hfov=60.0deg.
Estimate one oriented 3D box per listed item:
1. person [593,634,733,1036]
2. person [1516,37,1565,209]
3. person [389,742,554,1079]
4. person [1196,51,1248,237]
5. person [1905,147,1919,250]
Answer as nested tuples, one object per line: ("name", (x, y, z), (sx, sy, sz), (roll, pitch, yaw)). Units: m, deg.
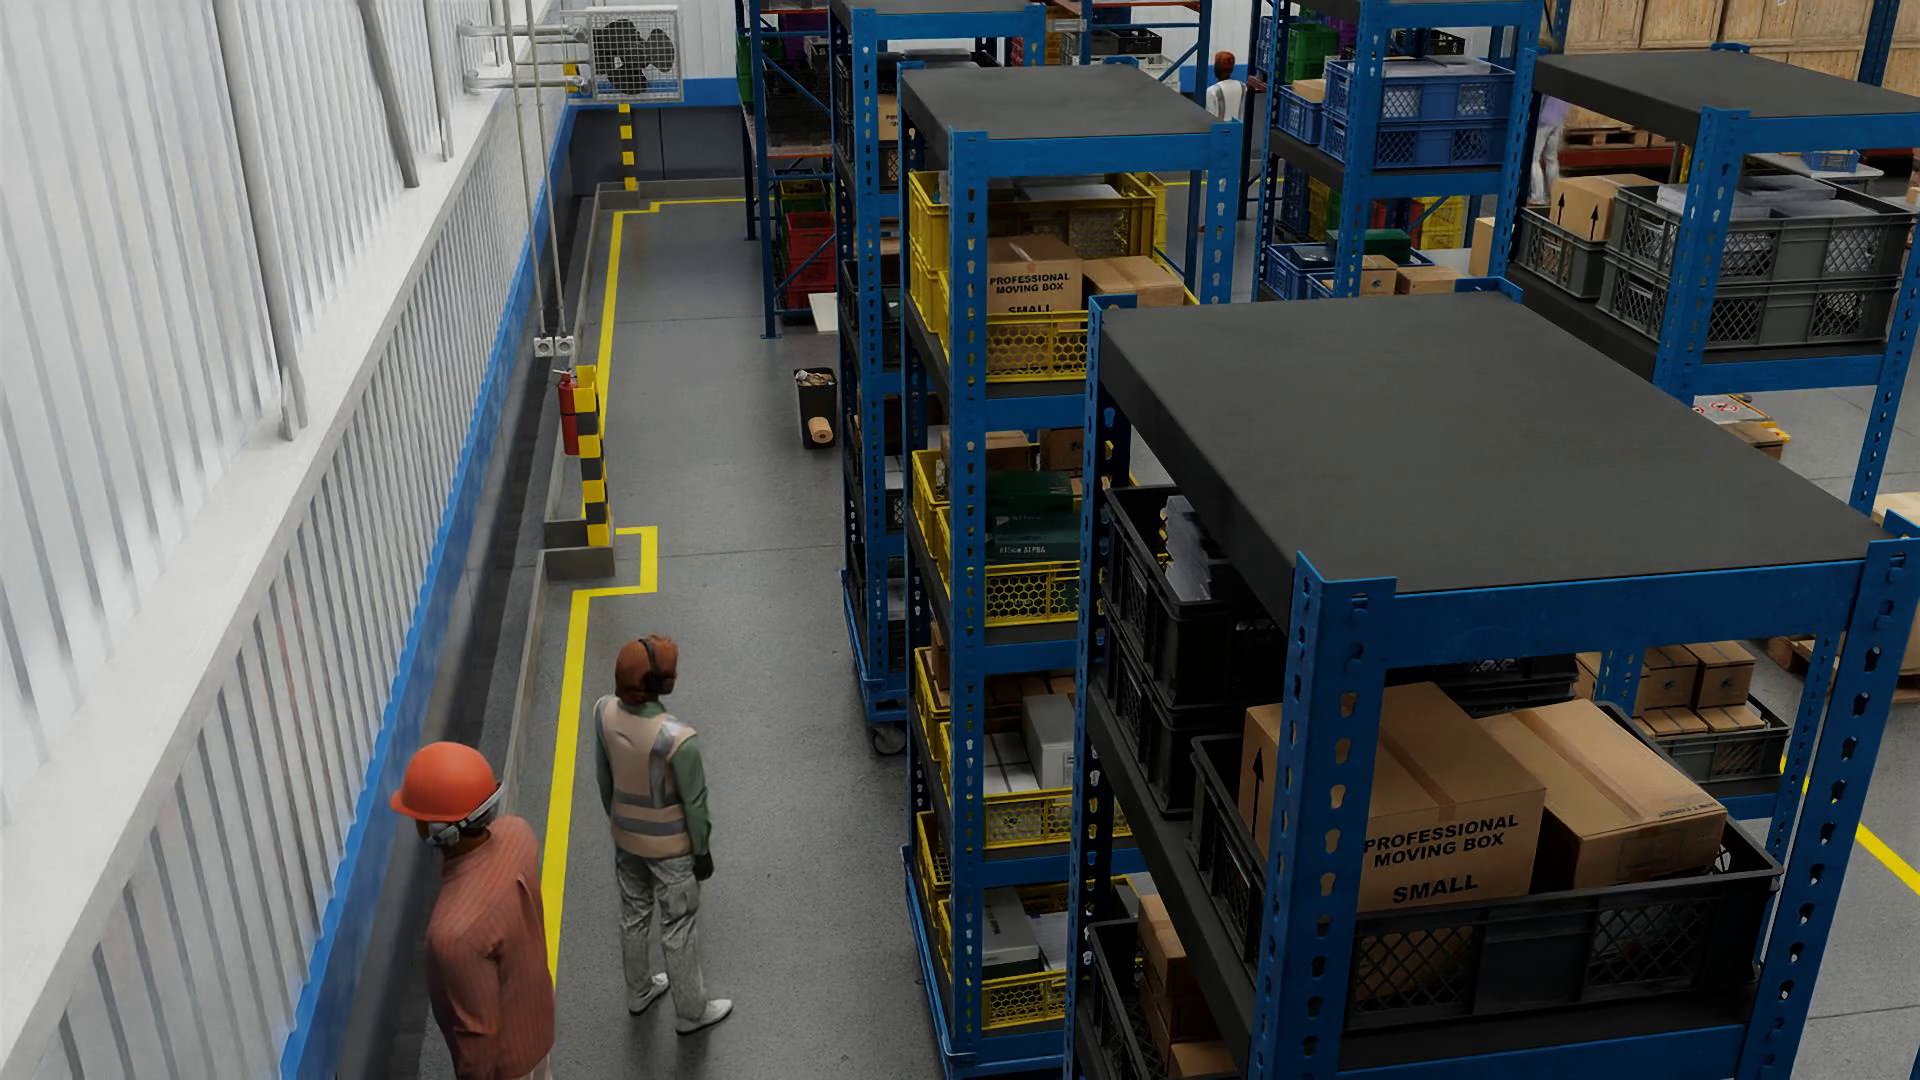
("person", (-1.133, 1.110, 6.227), (0.516, 1.636, 0.314), (16, 29, 31))
("person", (6.458, -4.557, 18.255), (0.837, 1.890, 0.360), (-18, 30, -34))
("person", (-1.405, 1.480, 5.001), (0.397, 1.992, 0.623), (1, 25, 2))
("person", (2.701, -4.108, 17.282), (0.576, 1.882, 0.355), (-20, 31, -36))
("person", (9.938, -3.896, 16.791), (0.653, 1.906, 0.408), (-5, 25, -10))
